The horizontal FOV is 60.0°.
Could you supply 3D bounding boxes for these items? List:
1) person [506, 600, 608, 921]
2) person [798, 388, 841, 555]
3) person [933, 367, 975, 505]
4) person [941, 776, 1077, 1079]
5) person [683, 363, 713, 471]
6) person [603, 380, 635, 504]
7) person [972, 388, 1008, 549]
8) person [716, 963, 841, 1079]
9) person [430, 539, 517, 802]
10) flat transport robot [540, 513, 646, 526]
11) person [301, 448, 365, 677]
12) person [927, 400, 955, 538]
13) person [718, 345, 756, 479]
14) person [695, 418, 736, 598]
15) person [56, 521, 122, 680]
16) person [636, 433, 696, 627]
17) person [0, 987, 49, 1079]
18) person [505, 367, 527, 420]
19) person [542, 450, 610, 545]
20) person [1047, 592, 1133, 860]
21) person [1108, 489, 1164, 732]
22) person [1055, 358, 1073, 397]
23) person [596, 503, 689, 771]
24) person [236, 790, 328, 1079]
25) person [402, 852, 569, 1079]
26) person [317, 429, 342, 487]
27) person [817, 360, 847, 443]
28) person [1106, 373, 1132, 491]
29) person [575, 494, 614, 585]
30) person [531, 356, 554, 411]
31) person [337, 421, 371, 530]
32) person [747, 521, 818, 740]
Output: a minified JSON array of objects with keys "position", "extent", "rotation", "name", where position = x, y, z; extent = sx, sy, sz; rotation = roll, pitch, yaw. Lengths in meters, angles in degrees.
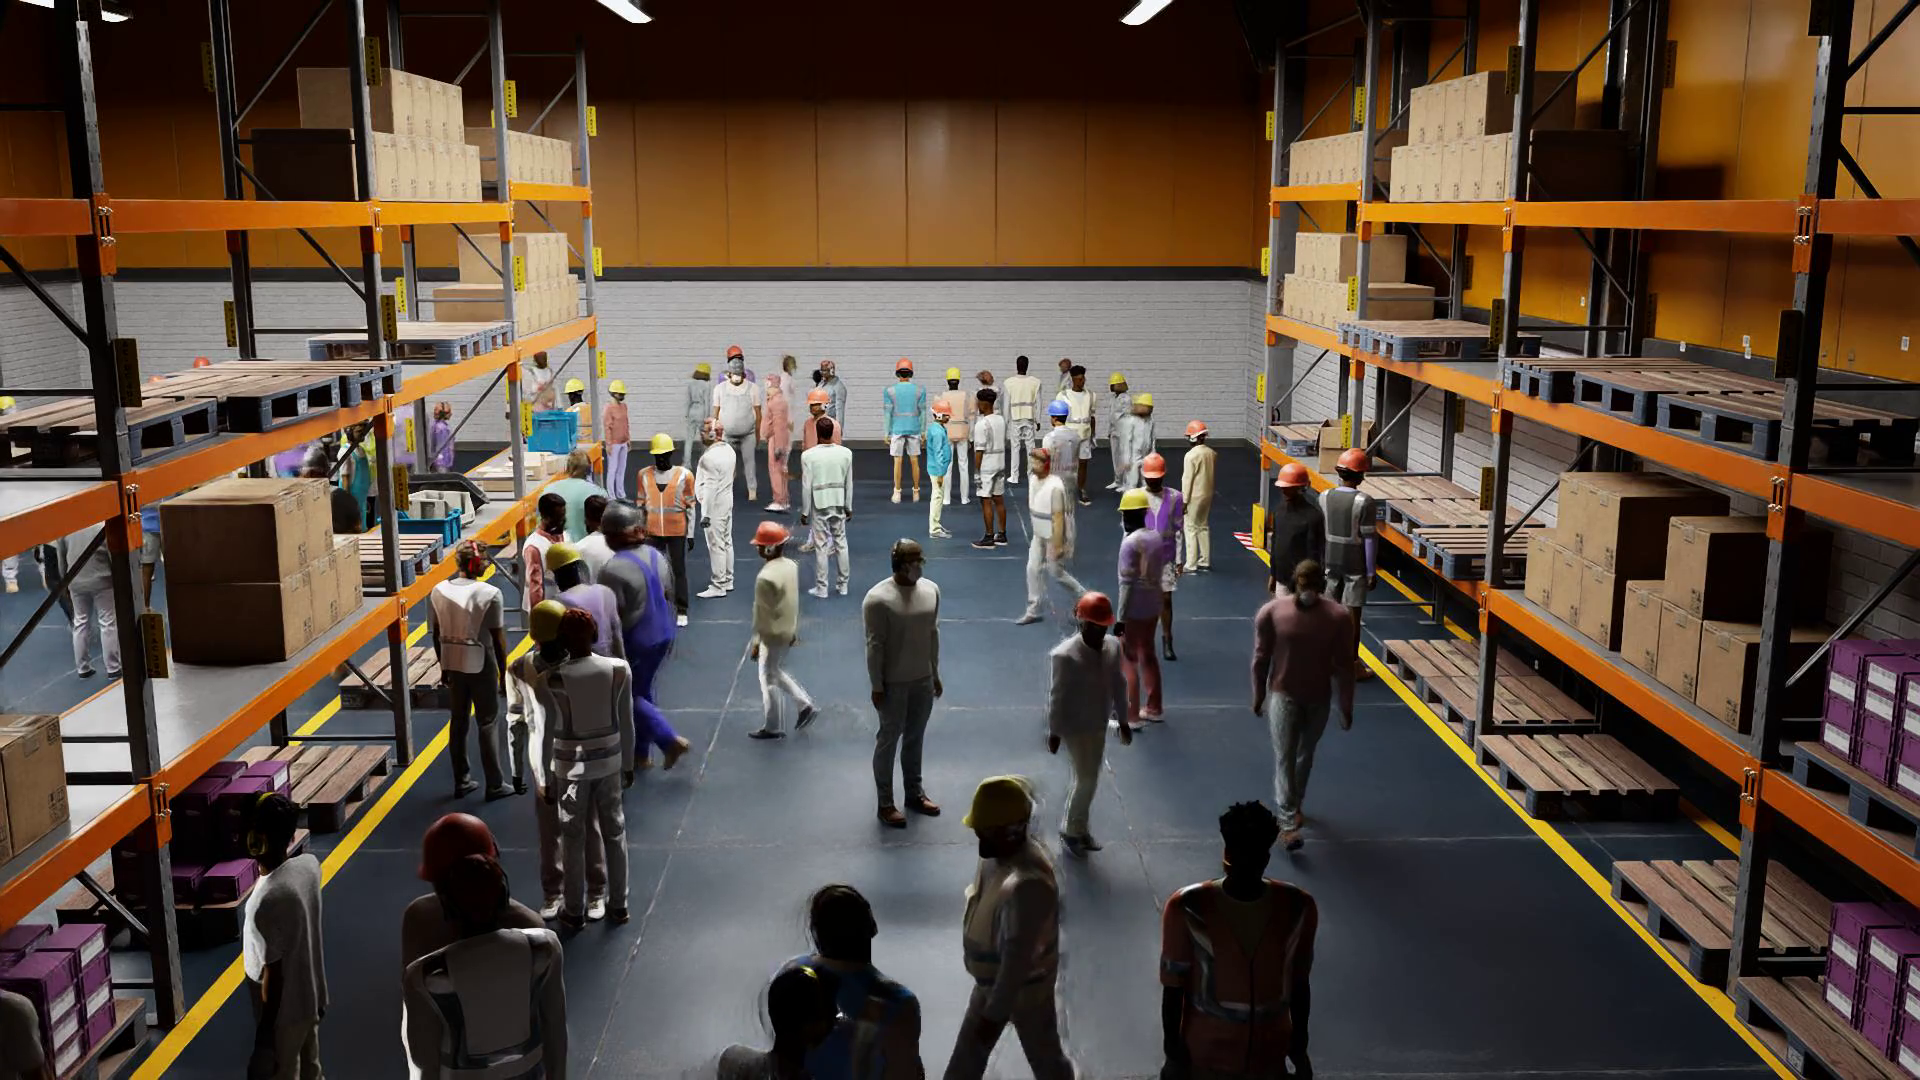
[{"position":[-2.305,1.268,9.601],"extent":[0.591,1.913,0.398],"rotation":[-1,11,-5],"name":"person"},{"position":[-1.672,-0.817,19.842],"extent":[0.609,1.996,0.379],"rotation":[10,15,40],"name":"person"},{"position":[-0.081,-1.437,23.120],"extent":[0.585,1.929,0.363],"rotation":[-1,11,-6],"name":"person"},{"position":[0.158,1.853,7.004],"extent":[0.925,1.780,0.586],"rotation":[-4,12,-20],"name":"person"},{"position":[-4.084,-1.947,26.241],"extent":[0.600,1.684,0.870],"rotation":[8,14,35],"name":"person"},{"position":[-4.733,-1.341,23.073],"extent":[0.335,1.759,0.515],"rotation":[5,12,21],"name":"person"},{"position":[0.354,-0.876,20.247],"extent":[0.367,1.959,0.610],"rotation":[8,14,35],"name":"person"},{"position":[-0.577,2.194,5.244],"extent":[0.572,1.819,0.971],"rotation":[10,15,42],"name":"person"},{"position":[-3.400,0.914,11.561],"extent":[0.564,1.837,0.392],"rotation":[4,12,19],"name":"person"},{"position":[-4.777,-0.205,21.114],"extent":[1.431,0.197,0.652],"rotation":[1,11,4],"name":"flat transport robot"},{"position":[-5.650,0.160,14.827],"extent":[0.709,2.000,0.791],"rotation":[-1,11,-4],"name":"person"},{"position":[-0.243,-0.892,20.868],"extent":[0.350,1.739,0.575],"rotation":[-1,11,-3],"name":"person"},{"position":[-3.425,-1.959,25.491],"extent":[0.604,2.034,0.418],"rotation":[-7,13,-30],"name":"person"},{"position":[-2.614,-0.345,17.688],"extent":[0.407,1.913,0.641],"rotation":[2,11,11],"name":"person"},{"position":[-7.589,0.360,14.575],"extent":[0.566,1.744,0.350],"rotation":[0,11,-1],"name":"person"},{"position":[-2.898,-0.095,16.396],"extent":[0.591,1.927,0.366],"rotation":[1,11,5],"name":"person"},{"position":[-3.323,2.136,5.494],"extent":[0.534,1.805,0.918],"rotation":[-2,11,-9],"name":"person"},{"position":[-7.118,-2.130,26.741],"extent":[0.350,1.878,0.568],"rotation":[3,12,13],"name":"person"},{"position":[-3.511,0.132,15.287],"extent":[0.648,1.912,0.507],"rotation":[3,12,14],"name":"person"},{"position":[0.826,1.164,10.563],"extent":[0.580,1.728,0.467],"rotation":[-11,16,-43],"name":"person"},{"position":[1.410,0.545,13.240],"extent":[0.427,1.906,0.594],"rotation":[7,13,32],"name":"person"},{"position":[1.780,-2.234,27.887],"extent":[0.318,1.629,0.563],"rotation":[-6,13,-28],"name":"person"},{"position":[-2.309,0.713,12.055],"extent":[0.740,2.000,0.708],"rotation":[5,12,22],"name":"person"},{"position":[-2.681,1.889,6.592],"extent":[0.316,1.870,0.531],"rotation":[0,11,1],"name":"person"},{"position":[-1.677,2.009,5.951],"extent":[0.575,1.885,0.355],"rotation":[-8,14,-34],"name":"person"},{"position":[-8.231,-1.053,21.800],"extent":[0.321,1.692,0.536],"rotation":[-1,11,-4],"name":"person"},{"position":[-1.935,-1.704,24.546],"extent":[0.401,1.900,0.643],"rotation":[-8,14,-35],"name":"person"},{"position":[2.314,-1.583,24.350],"extent":[0.325,1.732,0.491],"rotation":[-6,13,-29],"name":"person"},{"position":[-2.774,0.593,13.007],"extent":[0.391,1.905,0.599],"rotation":[7,13,32],"name":"person"},{"position":[-6.820,-2.155,27.153],"extent":[0.535,1.755,0.348],"rotation":[10,15,41],"name":"person"},{"position":[-6.620,-0.424,18.249],"extent":[0.349,1.846,0.506],"rotation":[0,11,2],"name":"person"},{"position":[-1.417,0.708,12.848],"extent":[0.429,1.736,0.566],"rotation":[3,12,15],"name":"person"}]
